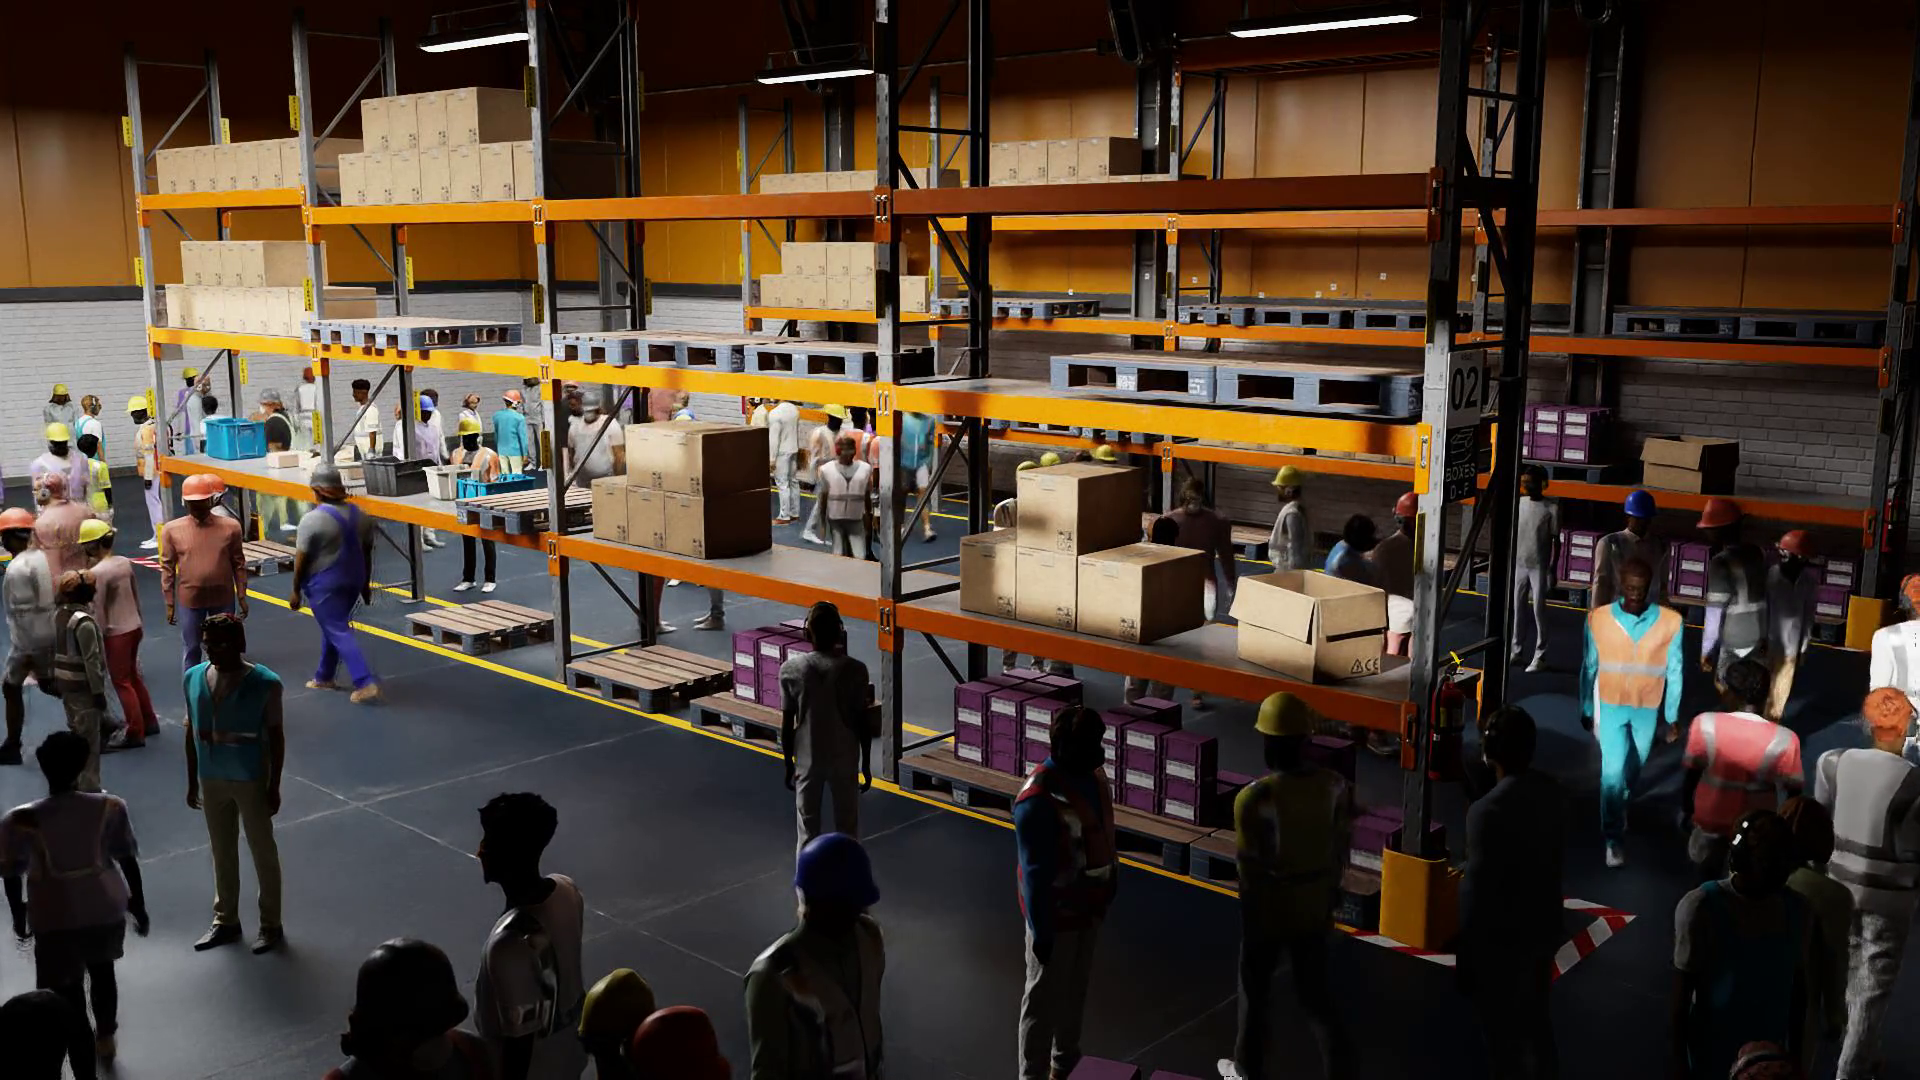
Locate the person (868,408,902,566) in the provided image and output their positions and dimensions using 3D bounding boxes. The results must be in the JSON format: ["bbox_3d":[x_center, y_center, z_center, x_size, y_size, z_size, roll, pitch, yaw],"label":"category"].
[{"bbox_3d":[-0.893,-0.620,19.444,0.385,1.957,0.603,3,11,17],"label":"person"}]

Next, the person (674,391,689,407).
[{"bbox_3d":[-4.154,-1.407,24.879,0.320,1.613,0.651,-3,11,-19],"label":"person"}]

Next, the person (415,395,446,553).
[{"bbox_3d":[-6.636,-0.826,20.625,0.404,1.945,0.616,2,10,13],"label":"person"}]

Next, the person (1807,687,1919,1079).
[{"bbox_3d":[4.095,1.570,7.321,0.541,1.864,0.661,-5,11,-26],"label":"person"}]

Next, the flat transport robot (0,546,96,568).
[{"bbox_3d":[-11.006,0.213,19.488,1.431,0.197,0.652,-9,14,-42],"label":"flat transport robot"}]

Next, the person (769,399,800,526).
[{"bbox_3d":[-2.387,-1.160,22.550,0.364,1.938,0.631,4,11,23],"label":"person"}]

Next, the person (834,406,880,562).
[{"bbox_3d":[-1.186,-0.654,19.604,0.607,1.964,0.367,5,11,28],"label":"person"}]

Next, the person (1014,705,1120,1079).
[{"bbox_3d":[0.472,1.605,7.222,0.431,1.835,0.624,6,12,30],"label":"person"}]

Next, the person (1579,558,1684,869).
[{"bbox_3d":[4.188,1.015,10.430,0.583,1.879,0.965,2,10,14],"label":"person"}]

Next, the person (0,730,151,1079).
[{"bbox_3d":[-3.918,1.675,7.398,0.792,1.630,0.554,10,14,43],"label":"person"}]

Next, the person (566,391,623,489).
[{"bbox_3d":[-4.494,-0.823,20.344,0.704,2.000,0.535,3,10,16],"label":"person"}]

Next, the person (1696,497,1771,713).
[{"bbox_3d":[5.498,0.694,11.852,0.633,2.010,0.536,-8,13,-37],"label":"person"}]

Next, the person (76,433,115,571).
[{"bbox_3d":[-9.719,-0.349,18.648,0.532,1.693,0.319,2,10,10],"label":"person"}]

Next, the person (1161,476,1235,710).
[{"bbox_3d":[1.946,0.389,13.878,0.659,1.905,0.960,-1,10,-4],"label":"person"}]

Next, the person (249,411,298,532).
[{"bbox_3d":[-9.113,-0.911,22.082,0.623,1.614,0.302,-4,11,-21],"label":"person"}]

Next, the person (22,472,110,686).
[{"bbox_3d":[-7.680,0.332,14.317,0.949,1.867,0.640,1,10,3],"label":"person"}]

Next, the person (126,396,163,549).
[{"bbox_3d":[-10.192,-0.853,20.877,0.391,1.915,0.593,-5,11,-25],"label":"person"}]

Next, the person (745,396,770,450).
[{"bbox_3d":[-2.952,-1.381,24.355,0.354,1.737,0.575,-2,10,-10],"label":"person"}]

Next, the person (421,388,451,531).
[{"bbox_3d":[-7.162,-1.081,22.217,0.462,1.893,0.638,3,10,16],"label":"person"}]

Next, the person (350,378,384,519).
[{"bbox_3d":[-8.219,-1.270,23.125,0.385,1.957,0.606,-6,12,-30],"label":"person"}]

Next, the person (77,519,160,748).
[{"bbox_3d":[-6.388,0.704,12.562,0.432,1.744,0.554,0,10,-1],"label":"person"}]

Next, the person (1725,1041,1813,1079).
[{"bbox_3d":[1.907,2.140,4.024,0.642,1.887,0.432,1,10,7],"label":"person"}]

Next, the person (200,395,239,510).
[{"bbox_3d":[-10.610,-1.244,23.797,0.845,1.661,0.535,2,10,11],"label":"person"}]

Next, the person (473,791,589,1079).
[{"bbox_3d":[-1.468,1.806,5.691,0.367,1.966,0.607,0,10,3],"label":"person"}]

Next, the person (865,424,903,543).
[{"bbox_3d":[-0.941,-0.907,21.165,0.387,1.924,0.548,9,13,41],"label":"person"}]

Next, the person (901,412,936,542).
[{"bbox_3d":[-0.591,-0.972,21.379,0.611,1.981,1.061,-3,11,-17],"label":"person"}]

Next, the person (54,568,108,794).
[{"bbox_3d":[-5.901,1.003,11.189,0.314,1.631,0.519,-9,14,-43],"label":"person"}]

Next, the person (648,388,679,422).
[{"bbox_3d":[-4.799,-1.903,26.914,0.644,1.885,0.683,-7,12,-35],"label":"person"}]

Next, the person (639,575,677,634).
[{"bbox_3d":[-3.001,-0.023,16.216,0.404,1.906,0.598,-5,11,-28],"label":"person"}]

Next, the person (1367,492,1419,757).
[{"bbox_3d":[3.306,0.619,12.359,0.621,1.986,0.409,-6,12,-30],"label":"person"}]

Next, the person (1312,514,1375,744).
[{"bbox_3d":[2.980,0.679,12.548,0.570,1.802,0.683,1,10,5],"label":"person"}]

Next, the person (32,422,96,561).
[{"bbox_3d":[-9.584,-0.318,17.853,0.416,1.910,0.612,8,13,38],"label":"person"}]

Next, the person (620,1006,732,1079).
[{"bbox_3d":[-0.797,2.110,4.623,0.354,1.737,0.577,-3,10,-16],"label":"person"}]

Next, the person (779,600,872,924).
[{"bbox_3d":[-0.740,1.242,9.223,0.506,1.846,0.345,0,10,1],"label":"person"}]
